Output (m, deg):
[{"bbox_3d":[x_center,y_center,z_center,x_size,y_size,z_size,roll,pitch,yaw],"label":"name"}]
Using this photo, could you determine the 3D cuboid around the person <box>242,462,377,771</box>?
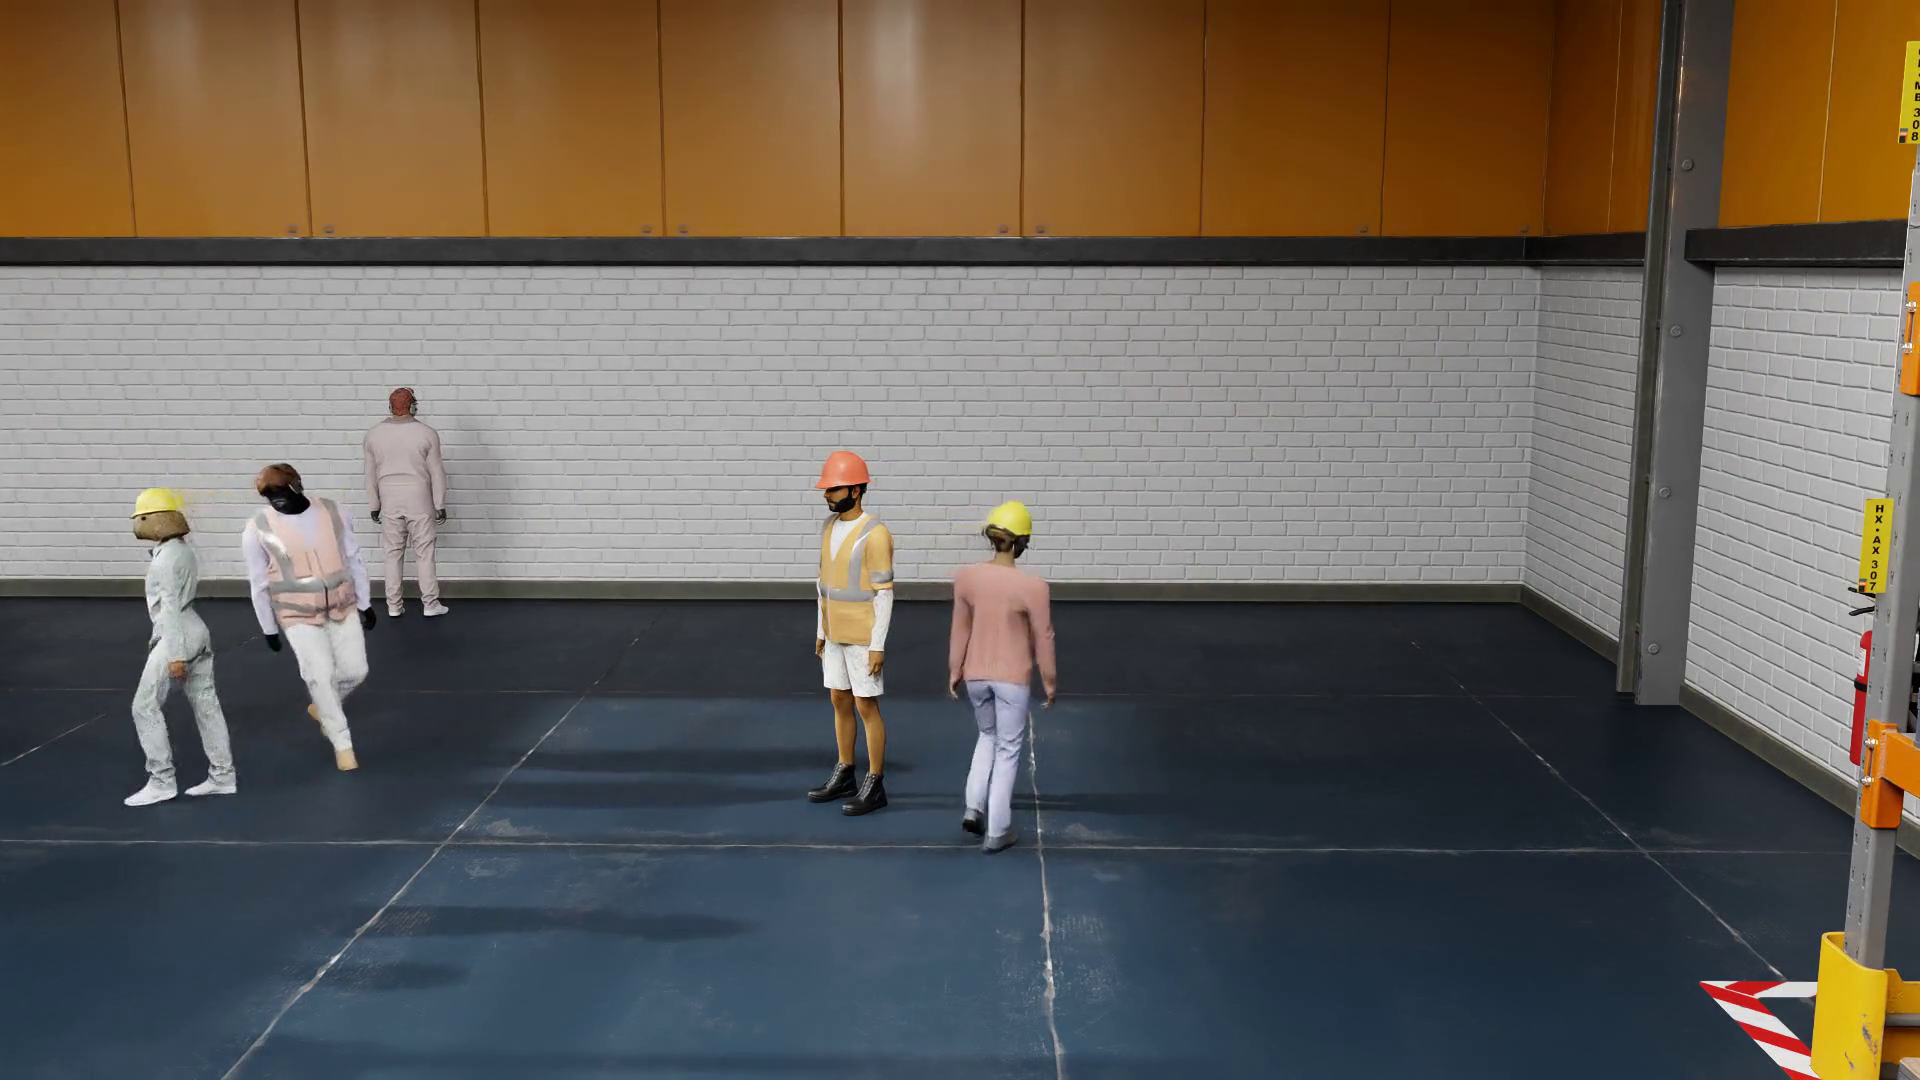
[{"bbox_3d":[-3.752,0.435,9.627,0.652,1.793,0.582,-9,13,-42],"label":"person"}]

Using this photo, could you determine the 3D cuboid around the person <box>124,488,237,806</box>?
[{"bbox_3d":[-4.301,0.577,9.019,0.684,1.705,0.496,-2,10,-11],"label":"person"}]

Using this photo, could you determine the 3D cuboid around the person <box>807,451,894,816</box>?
[{"bbox_3d":[-0.595,0.491,8.841,0.356,1.936,0.551,-8,13,-41],"label":"person"}]

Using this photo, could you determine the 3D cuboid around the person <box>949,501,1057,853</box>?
[{"bbox_3d":[0.215,0.679,8.243,0.554,1.749,0.384,6,11,30],"label":"person"}]

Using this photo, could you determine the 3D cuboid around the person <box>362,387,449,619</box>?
[{"bbox_3d":[-4.538,-0.303,13.689,0.646,1.907,0.401,0,9,1],"label":"person"}]
